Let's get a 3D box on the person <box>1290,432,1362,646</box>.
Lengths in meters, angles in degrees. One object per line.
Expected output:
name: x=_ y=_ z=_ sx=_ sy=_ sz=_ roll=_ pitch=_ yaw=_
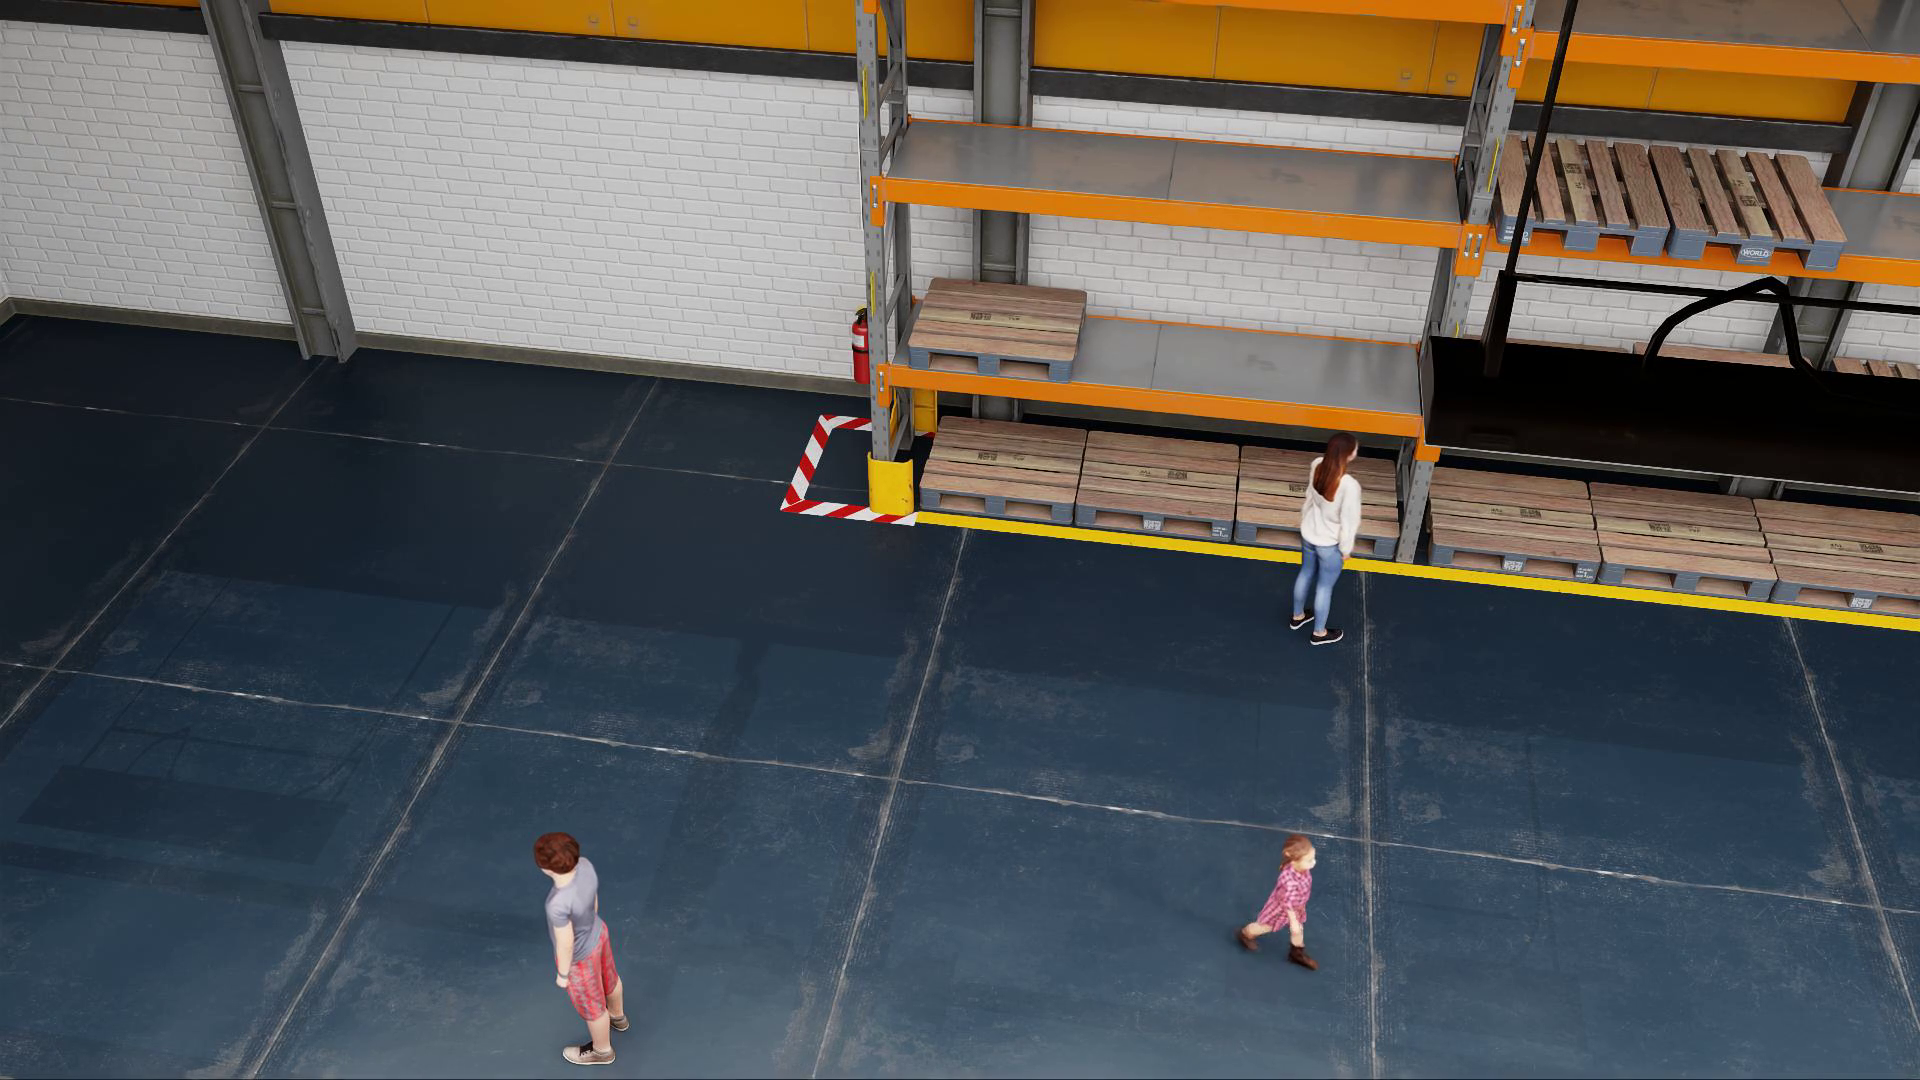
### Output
person: x=2.497 y=-0.021 z=11.350 sx=0.745 sy=1.691 sz=0.704 roll=-19 pitch=42 yaw=-22

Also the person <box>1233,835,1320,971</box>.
person: x=1.797 y=2.015 z=9.341 sx=0.780 sy=1.018 sz=0.581 roll=20 pitch=43 yaw=23

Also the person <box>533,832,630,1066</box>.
person: x=-1.969 y=2.126 z=8.694 sx=0.532 sy=1.651 sz=0.585 roll=8 pitch=39 yaw=10
